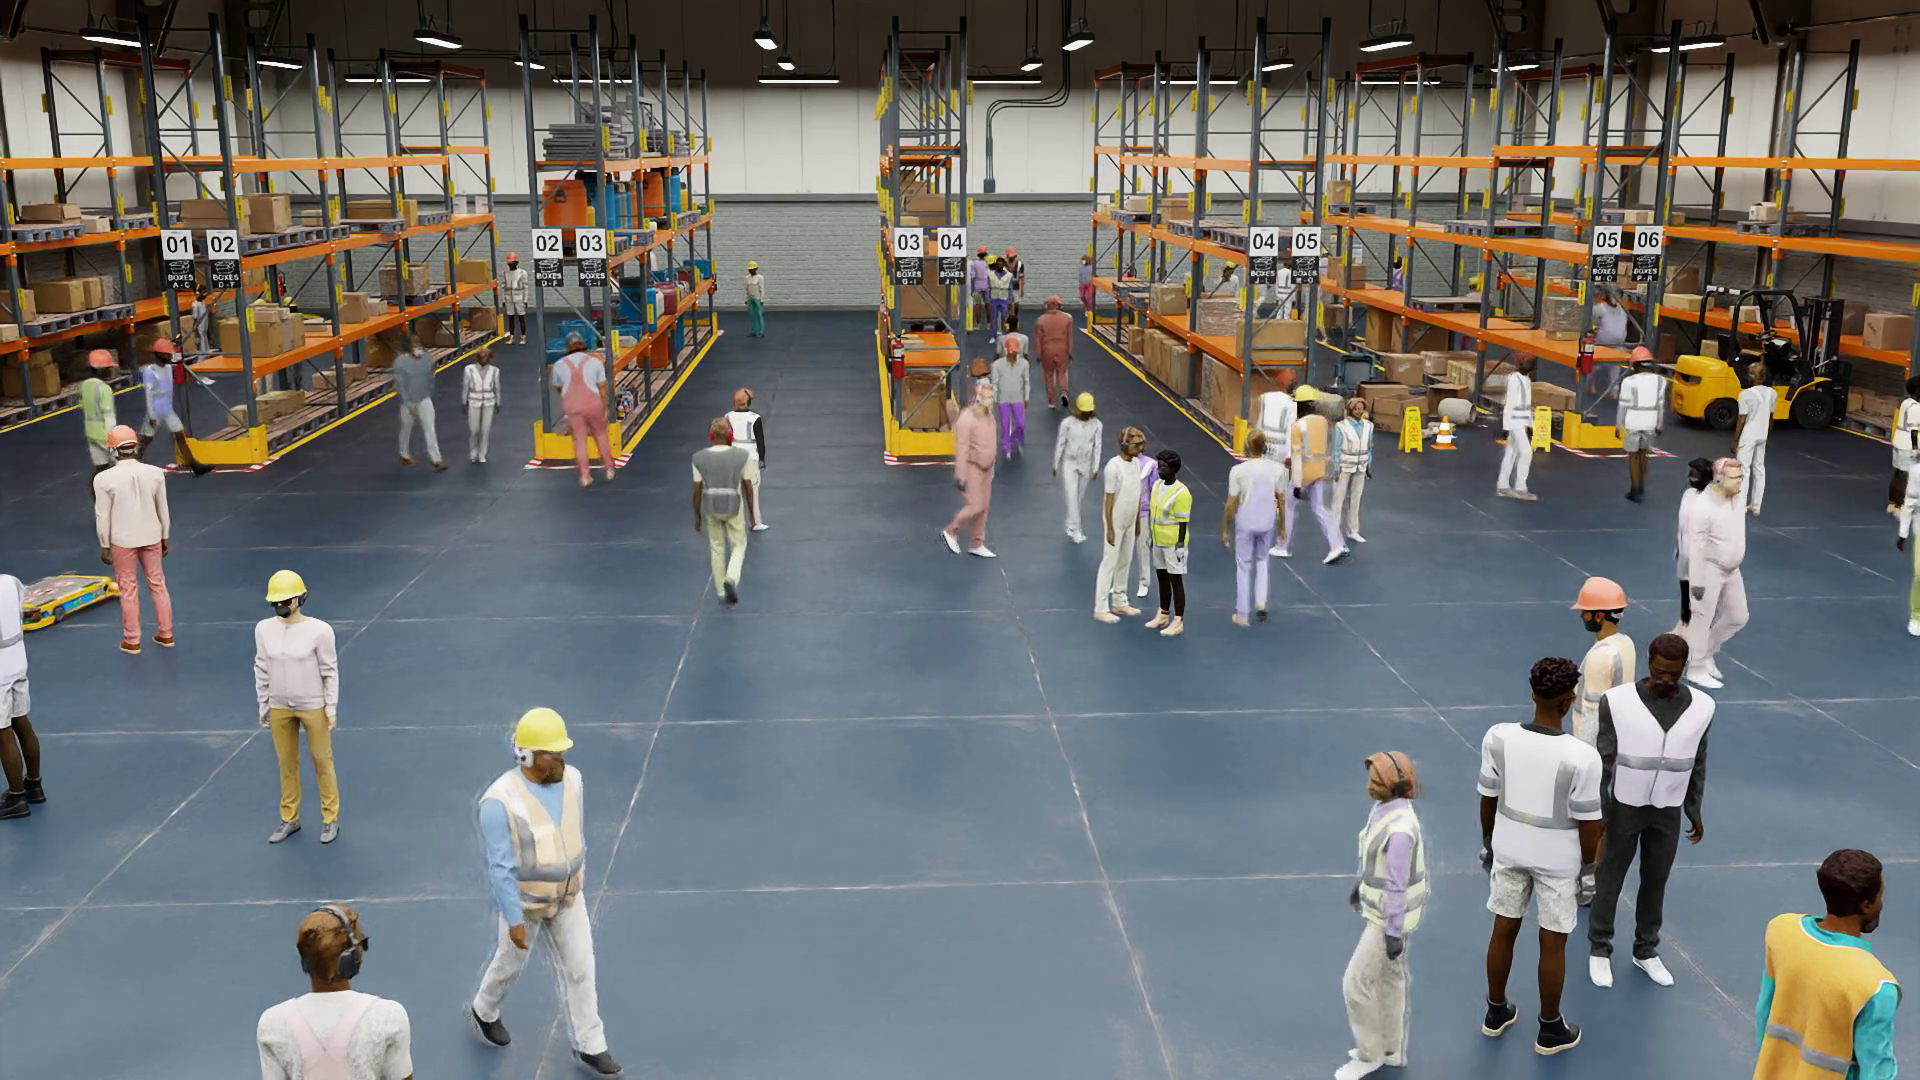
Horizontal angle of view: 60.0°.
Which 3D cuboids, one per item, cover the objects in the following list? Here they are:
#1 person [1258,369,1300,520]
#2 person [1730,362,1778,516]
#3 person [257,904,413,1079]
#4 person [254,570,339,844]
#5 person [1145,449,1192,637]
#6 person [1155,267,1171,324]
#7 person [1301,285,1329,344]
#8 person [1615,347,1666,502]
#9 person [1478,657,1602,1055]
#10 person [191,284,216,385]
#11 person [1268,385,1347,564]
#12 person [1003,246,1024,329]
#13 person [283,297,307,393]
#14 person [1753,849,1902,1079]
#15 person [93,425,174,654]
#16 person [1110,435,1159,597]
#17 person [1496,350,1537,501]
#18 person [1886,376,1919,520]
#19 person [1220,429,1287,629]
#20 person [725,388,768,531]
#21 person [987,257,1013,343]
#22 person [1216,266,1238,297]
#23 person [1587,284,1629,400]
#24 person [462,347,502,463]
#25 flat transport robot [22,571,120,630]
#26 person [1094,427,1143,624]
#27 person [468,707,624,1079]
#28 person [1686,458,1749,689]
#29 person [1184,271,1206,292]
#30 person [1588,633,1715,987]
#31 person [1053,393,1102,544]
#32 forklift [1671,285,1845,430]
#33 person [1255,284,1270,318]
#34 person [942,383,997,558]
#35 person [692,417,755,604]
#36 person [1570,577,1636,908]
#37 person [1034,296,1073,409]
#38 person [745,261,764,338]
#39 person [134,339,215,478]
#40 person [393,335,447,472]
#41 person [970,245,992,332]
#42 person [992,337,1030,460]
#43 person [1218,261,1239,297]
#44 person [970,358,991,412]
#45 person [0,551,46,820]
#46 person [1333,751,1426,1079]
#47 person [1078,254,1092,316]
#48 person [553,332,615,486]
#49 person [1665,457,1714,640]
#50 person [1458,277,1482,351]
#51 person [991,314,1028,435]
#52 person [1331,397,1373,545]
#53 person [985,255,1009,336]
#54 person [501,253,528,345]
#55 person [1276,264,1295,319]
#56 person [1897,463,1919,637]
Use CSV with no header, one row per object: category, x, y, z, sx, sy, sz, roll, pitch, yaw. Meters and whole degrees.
person,3.617,-1.071,19.268,0.955,1.837,0.657,-11,17,-39
person,9.382,-1.187,19.715,0.509,1.845,0.341,-4,14,-16
person,-2.084,2.126,5.693,0.506,1.841,0.345,-1,13,-5
person,-4.153,1.046,10.429,0.522,1.768,0.312,1,13,2
person,1.876,0.018,14.947,0.319,1.694,0.533,-6,15,-25
person,4.637,-5.482,38.349,0.514,1.641,0.309,10,17,37
person,7.860,-5.137,37.000,0.869,1.592,0.509,-5,14,-22
person,8.408,-1.444,20.662,0.553,1.910,0.608,-1,13,-4
person,2.791,1.510,8.028,0.603,1.966,0.368,12,18,42
person,-14.027,-3.796,30.759,0.336,1.858,0.508,-3,14,-11
person,3.715,-0.688,17.547,0.589,1.888,0.934,-10,17,-37
person,1.223,-6.016,39.790,0.629,2.024,0.481,0,13,0
person,-11.790,-3.422,29.402,0.320,1.742,0.492,8,15,30
person,3.089,2.016,5.986,0.390,1.922,0.591,-3,14,-14
person,-7.169,-0.010,14.446,0.411,1.987,0.607,10,17,37
person,1.690,-0.261,16.234,0.525,1.639,0.307,7,15,27
person,7.030,-1.421,20.660,0.689,1.861,0.620,8,16,32
person,11.220,-1.100,19.667,0.318,1.697,0.535,4,14,15
person,2.678,-0.100,15.165,0.615,1.822,0.413,-2,13,-8
person,-2.448,-0.914,18.991,0.514,1.645,0.307,7,15,26
person,0.895,-5.368,37.268,0.593,1.921,0.391,1,13,5
person,5.737,-5.015,36.003,0.531,1.826,0.998,-1,13,-4
person,11.341,-3.509,29.133,0.687,2.000,0.894,0,13,-1
person,-6.621,-1.865,23.055,0.543,1.614,0.380,-6,15,-24
flat transport robot,-8.593,0.559,15.691,0.652,0.197,1.431,2,13,6
person,1.501,-0.145,15.345,0.368,1.833,0.521,11,17,40
person,-2.030,1.633,7.866,0.891,1.802,0.577,10,17,37
person,6.119,0.269,13.432,0.669,1.895,0.433,-9,16,-33
person,5.363,-5.546,38.204,0.531,1.840,0.807,4,14,18
person,3.577,1.388,8.666,0.588,1.913,0.398,0,13,1
person,1.320,-0.805,18.438,0.523,1.677,0.865,-4,14,-16
forklift,12.503,-2.886,26.166,2.313,2.155,1.214,-1,13,-3
person,7.604,-6.595,42.533,0.655,1.887,0.620,9,16,33
person,0.149,-0.735,17.686,0.509,1.898,0.687,8,15,30
person,-2.249,-0.259,15.805,0.593,1.823,0.541,0,13,-1
person,3.659,1.160,9.615,0.388,1.924,0.549,10,16,35
person,1.556,-3.139,27.894,0.668,1.885,0.425,-2,13,-9
person,-4.761,-5.564,38.452,0.529,1.754,0.343,7,15,28
person,-10.496,-1.708,21.907,1.114,1.856,0.568,2,14,10
person,-7.377,-1.860,22.559,0.620,1.878,1.090,-12,18,-40
person,0.535,-5.992,39.636,0.608,2.048,0.370,-2,13,-10
person,0.716,-1.982,23.303,0.580,1.734,0.403,-2,13,-8
person,6.199,-5.560,38.412,0.533,1.768,0.310,10,16,35
person,0.274,-1.570,21.789,0.268,1.632,0.507,2,13,9
person,-6.284,0.871,10.818,0.374,1.928,0.543,0,13,-2
person,1.946,1.745,7.777,0.426,1.628,0.569,3,14,11
person,3.319,-6.636,43.286,0.512,1.612,0.445,9,16,33
person,-4.931,-1.774,21.785,0.716,2.000,0.940,-1,13,-4
person,6.427,0.113,14.523,0.317,1.696,0.540,-2,13,-10
person,10.491,-4.507,34.054,0.520,1.713,0.942,-2,13,-7
person,0.768,-2.535,25.422,0.521,1.847,0.518,-4,14,-18
person,4.330,-0.770,18.385,0.515,1.641,0.314,-5,14,-22
person,0.832,-5.704,38.802,0.650,1.865,0.724,11,17,40
person,-9.863,-5.329,36.838,0.605,2.045,0.377,2,13,9
person,7.466,-5.553,38.146,0.355,1.880,0.576,-8,16,-31
person,8.702,-0.052,14.757,0.620,1.908,0.534,4,14,16
